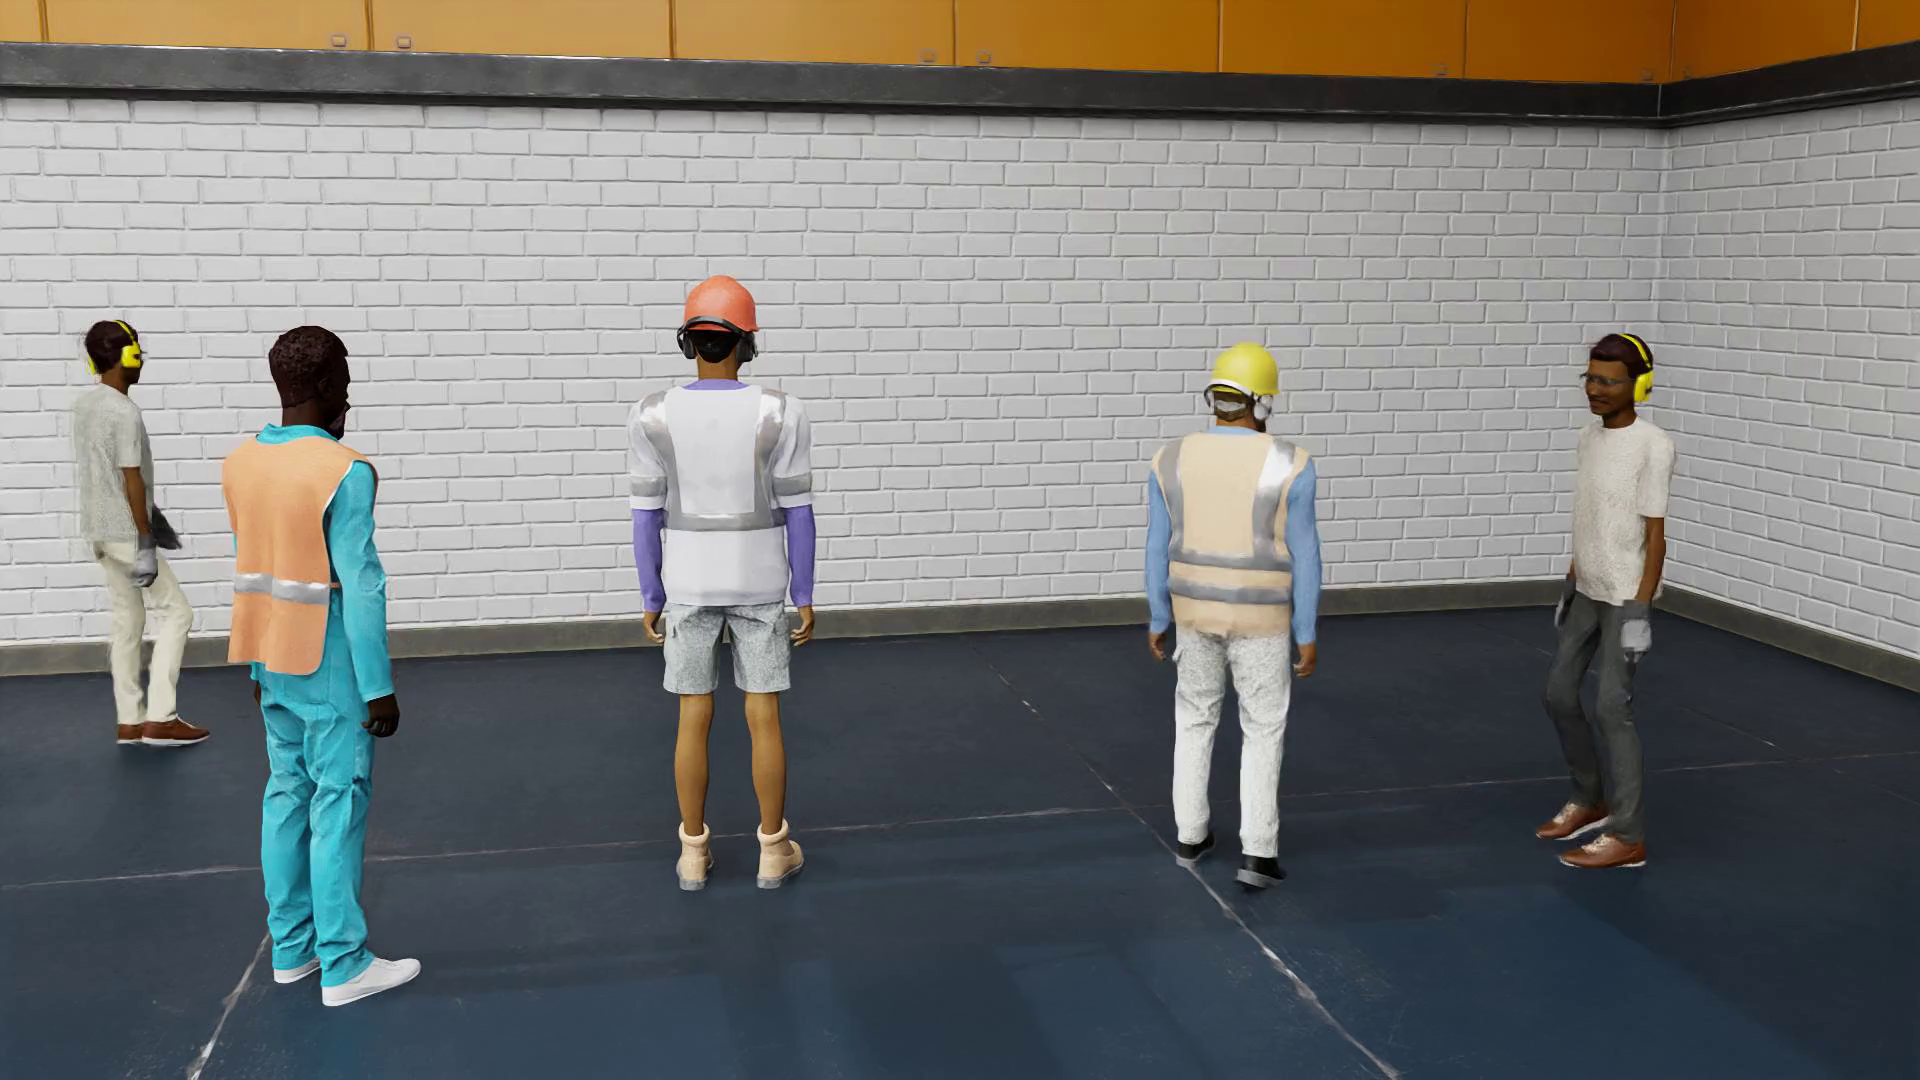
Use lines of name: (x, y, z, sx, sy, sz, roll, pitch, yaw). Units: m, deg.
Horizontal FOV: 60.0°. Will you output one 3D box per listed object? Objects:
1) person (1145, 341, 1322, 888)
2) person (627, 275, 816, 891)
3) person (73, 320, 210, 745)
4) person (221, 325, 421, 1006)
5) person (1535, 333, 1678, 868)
person: (0.929, 0.246, 5.646, 0.599, 1.837, 0.403, 5, 11, 29)
person: (-0.779, 0.155, 5.527, 0.608, 2.044, 0.370, 0, 9, -1)
person: (-3.509, -0.020, 7.184, 0.504, 1.854, 0.497, 7, 12, 37)
person: (-1.831, 0.358, 4.704, 0.587, 1.911, 0.397, 6, 11, 34)
person: (2.240, 0.213, 5.774, 0.360, 1.849, 0.546, -2, 9, -11)
